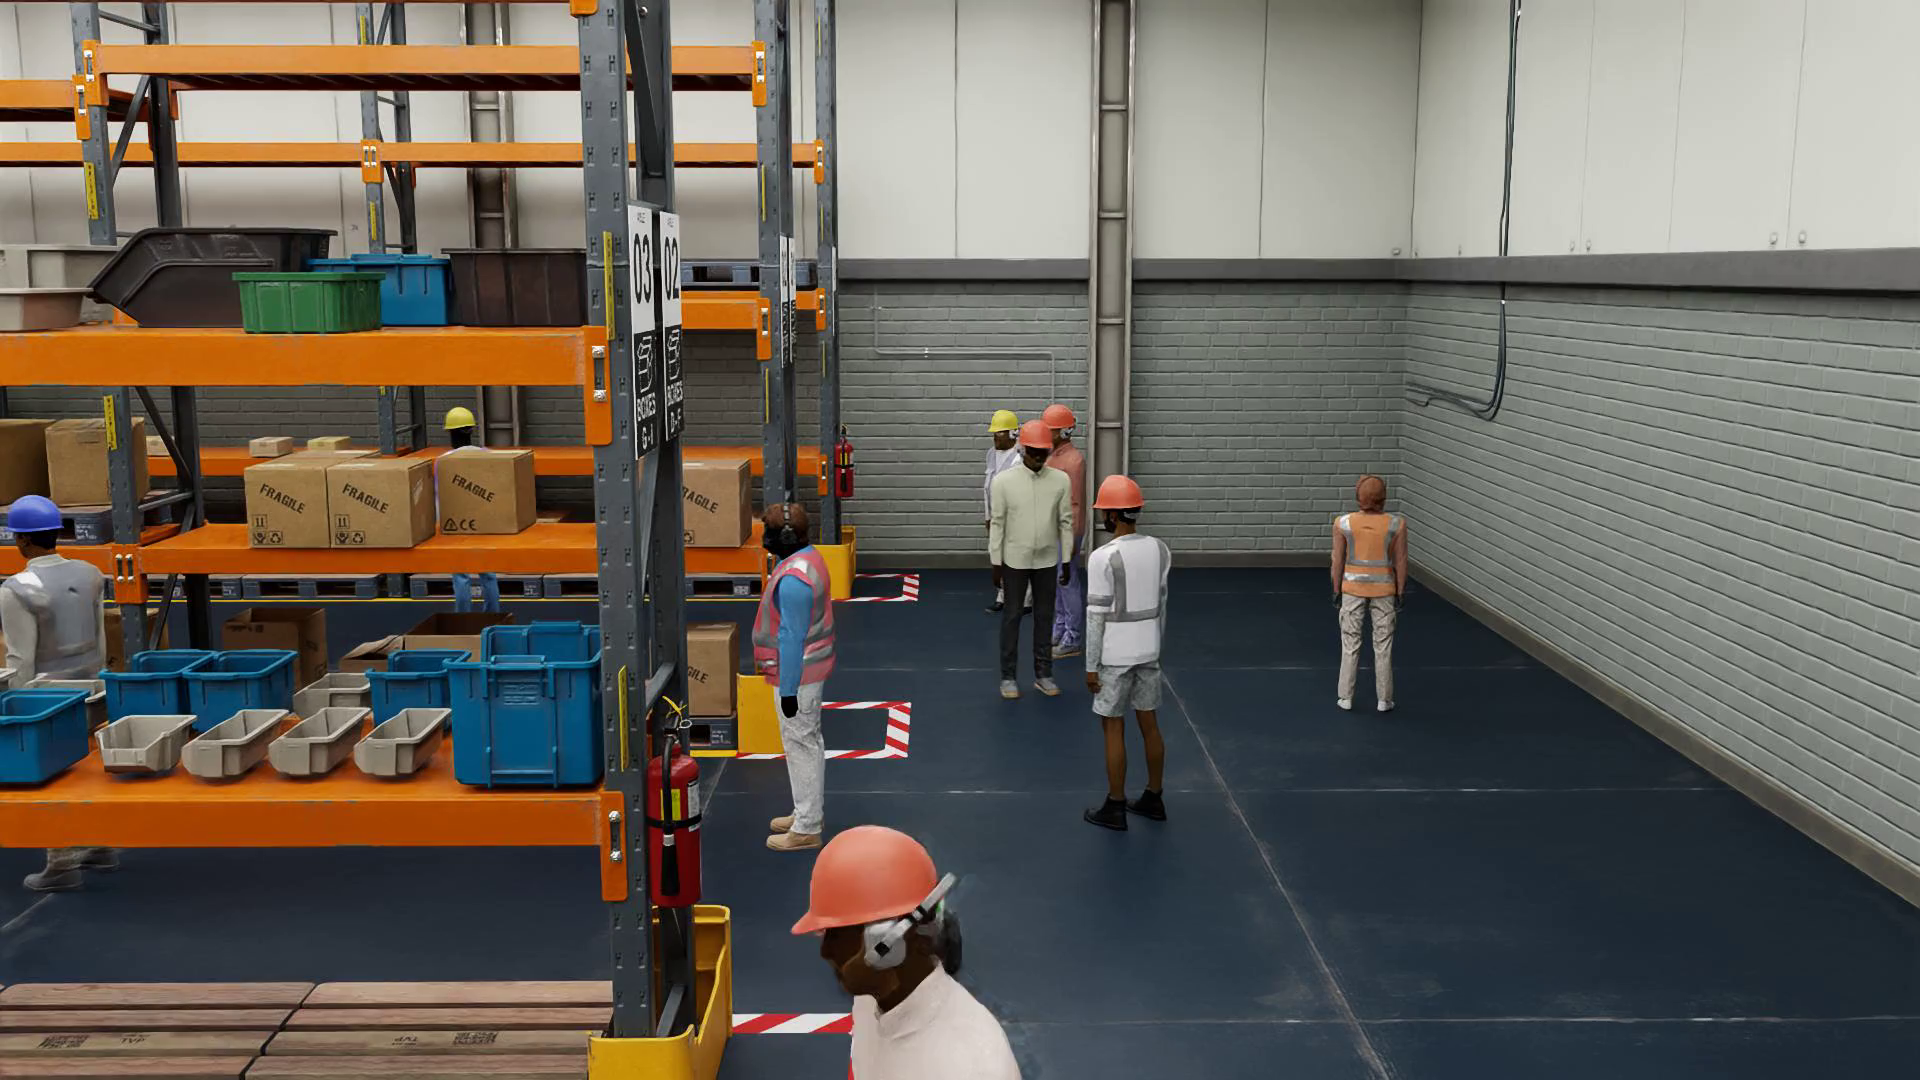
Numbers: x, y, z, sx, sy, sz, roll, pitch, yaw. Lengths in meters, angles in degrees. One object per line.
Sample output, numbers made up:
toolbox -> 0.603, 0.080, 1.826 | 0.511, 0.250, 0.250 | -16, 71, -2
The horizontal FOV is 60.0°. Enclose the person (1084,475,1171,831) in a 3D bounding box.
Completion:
person -> 0.884, 0.607, 9.064 | 0.550, 1.929, 0.395 | -6, 11, -35

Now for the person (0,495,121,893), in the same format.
person -> -4.427, 0.746, 8.134 | 0.404, 1.945, 0.616 | 2, 10, 13

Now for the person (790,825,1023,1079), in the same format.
person -> -0.030, 1.522, 3.371 | 0.796, 1.941, 0.639 | -3, 10, -19

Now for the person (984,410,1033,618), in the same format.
person -> 0.423, -0.227, 14.504 | 0.411, 1.823, 0.598 | -8, 12, -41

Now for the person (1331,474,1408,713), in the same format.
person -> 2.790, 0.371, 11.366 | 0.514, 1.645, 0.309 | 2, 10, 14

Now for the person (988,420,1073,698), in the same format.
person -> 0.503, 0.139, 11.741 | 0.618, 1.986, 0.409 | -3, 10, -16

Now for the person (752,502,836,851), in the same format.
person -> -0.874, 0.707, 8.747 | 0.430, 1.835, 0.618 | 0, 9, 2

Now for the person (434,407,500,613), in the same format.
person -> -4.008, -0.120, 13.540 | 0.389, 1.918, 0.589 | 8, 12, 40

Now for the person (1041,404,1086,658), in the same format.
person -> 0.784, -0.072, 13.042 | 0.408, 1.986, 0.613 | -2, 10, -13
